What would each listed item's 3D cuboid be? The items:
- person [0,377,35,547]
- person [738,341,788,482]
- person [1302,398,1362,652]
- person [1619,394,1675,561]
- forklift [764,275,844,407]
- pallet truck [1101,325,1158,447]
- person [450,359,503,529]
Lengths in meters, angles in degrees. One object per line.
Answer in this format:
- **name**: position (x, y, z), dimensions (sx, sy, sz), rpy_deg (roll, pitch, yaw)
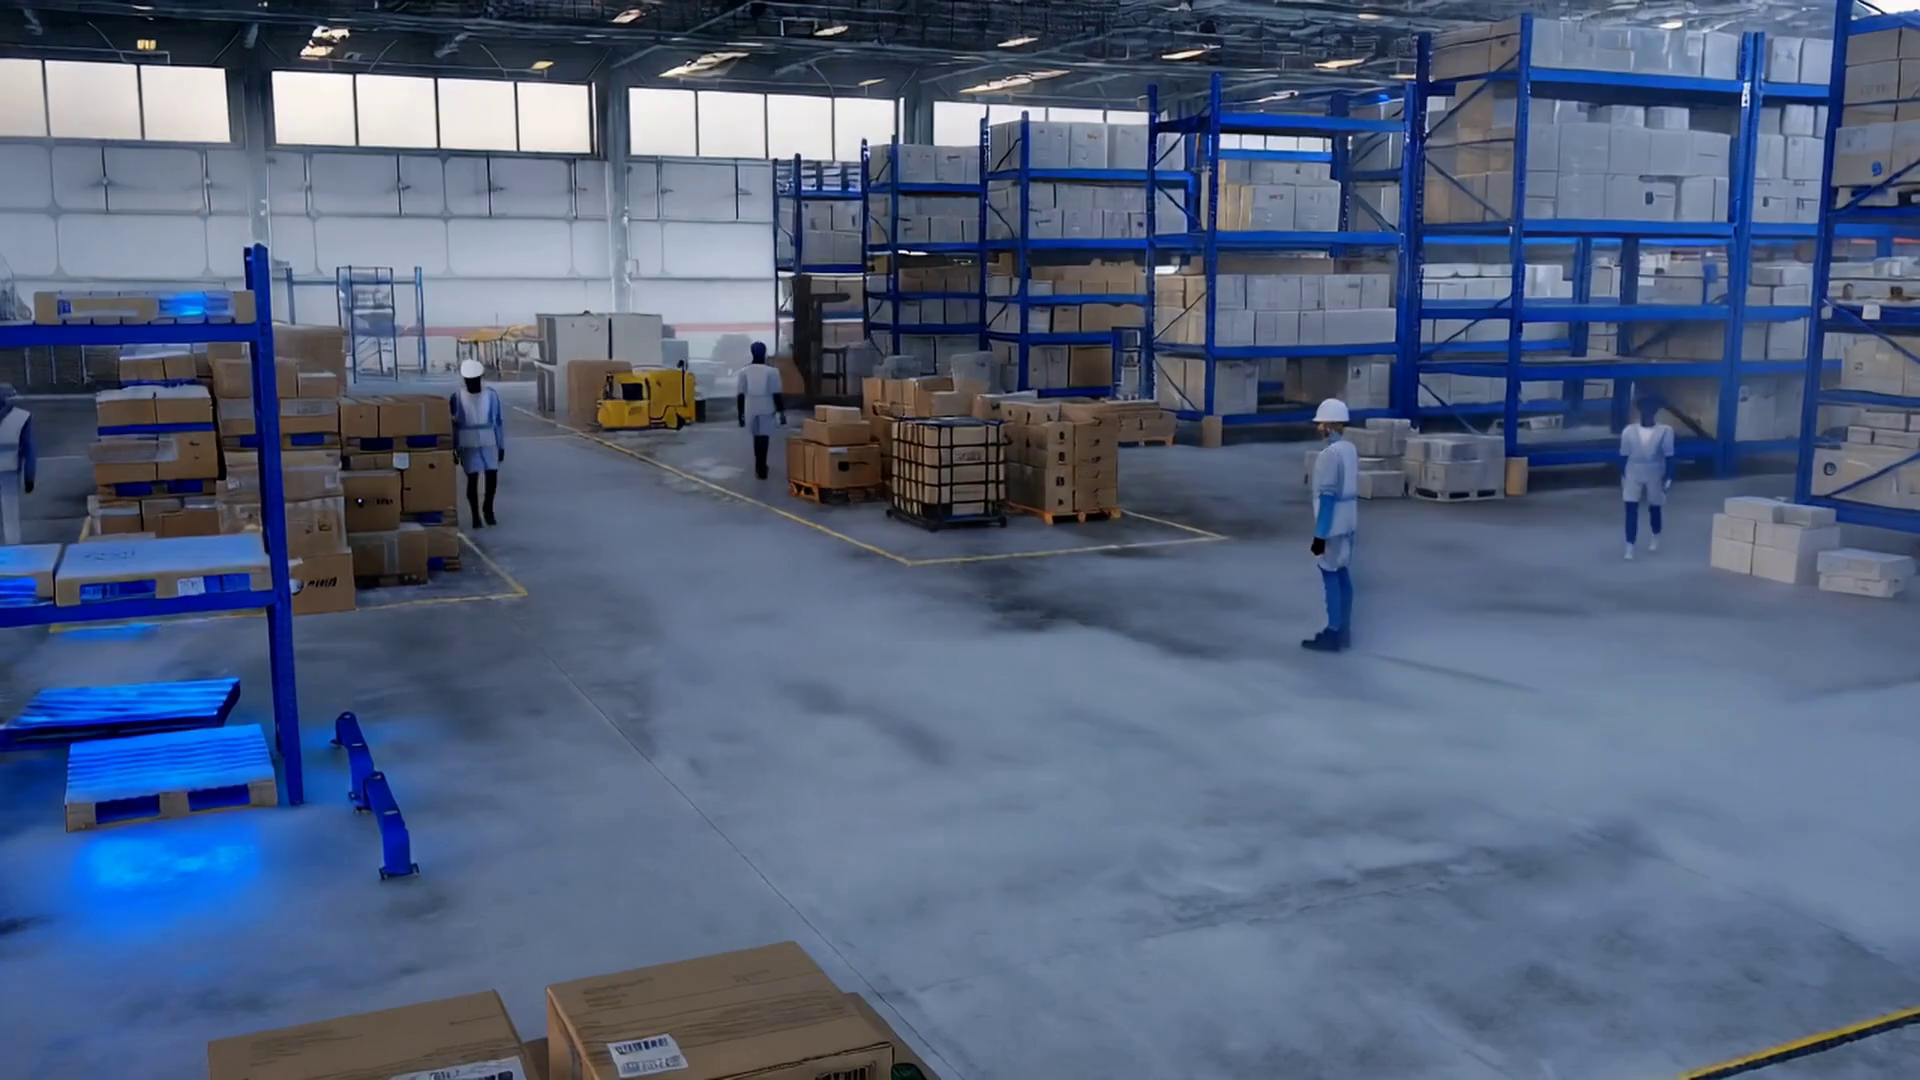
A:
- **person**: position (-9.392, -0.677, 16.329), dimensions (0.606, 1.902, 0.690), rpy_deg (-2, 9, -11)
- **person**: position (-2.721, -1.791, 23.119), dimensions (0.630, 1.925, 0.851), rpy_deg (2, 9, 13)
- **person**: position (2.832, -0.114, 12.706), dimensions (0.370, 1.939, 0.543), rpy_deg (7, 11, 36)
- **person**: position (6.936, -0.644, 16.814), dimensions (0.536, 1.672, 0.719), rpy_deg (5, 11, 31)
- **forklift**: position (-3.375, -4.255, 35.484), dimensions (1.873, 2.768, 1.129), rpy_deg (0, 9, 3)
- **pallet truck**: position (2.881, -2.596, 27.923), dimensions (0.823, 1.965, 1.885), rpy_deg (-1, 9, -7)
- **person**: position (-5.433, -1.071, 18.699), dimensions (0.576, 1.915, 0.489), rpy_deg (-4, 10, -23)
